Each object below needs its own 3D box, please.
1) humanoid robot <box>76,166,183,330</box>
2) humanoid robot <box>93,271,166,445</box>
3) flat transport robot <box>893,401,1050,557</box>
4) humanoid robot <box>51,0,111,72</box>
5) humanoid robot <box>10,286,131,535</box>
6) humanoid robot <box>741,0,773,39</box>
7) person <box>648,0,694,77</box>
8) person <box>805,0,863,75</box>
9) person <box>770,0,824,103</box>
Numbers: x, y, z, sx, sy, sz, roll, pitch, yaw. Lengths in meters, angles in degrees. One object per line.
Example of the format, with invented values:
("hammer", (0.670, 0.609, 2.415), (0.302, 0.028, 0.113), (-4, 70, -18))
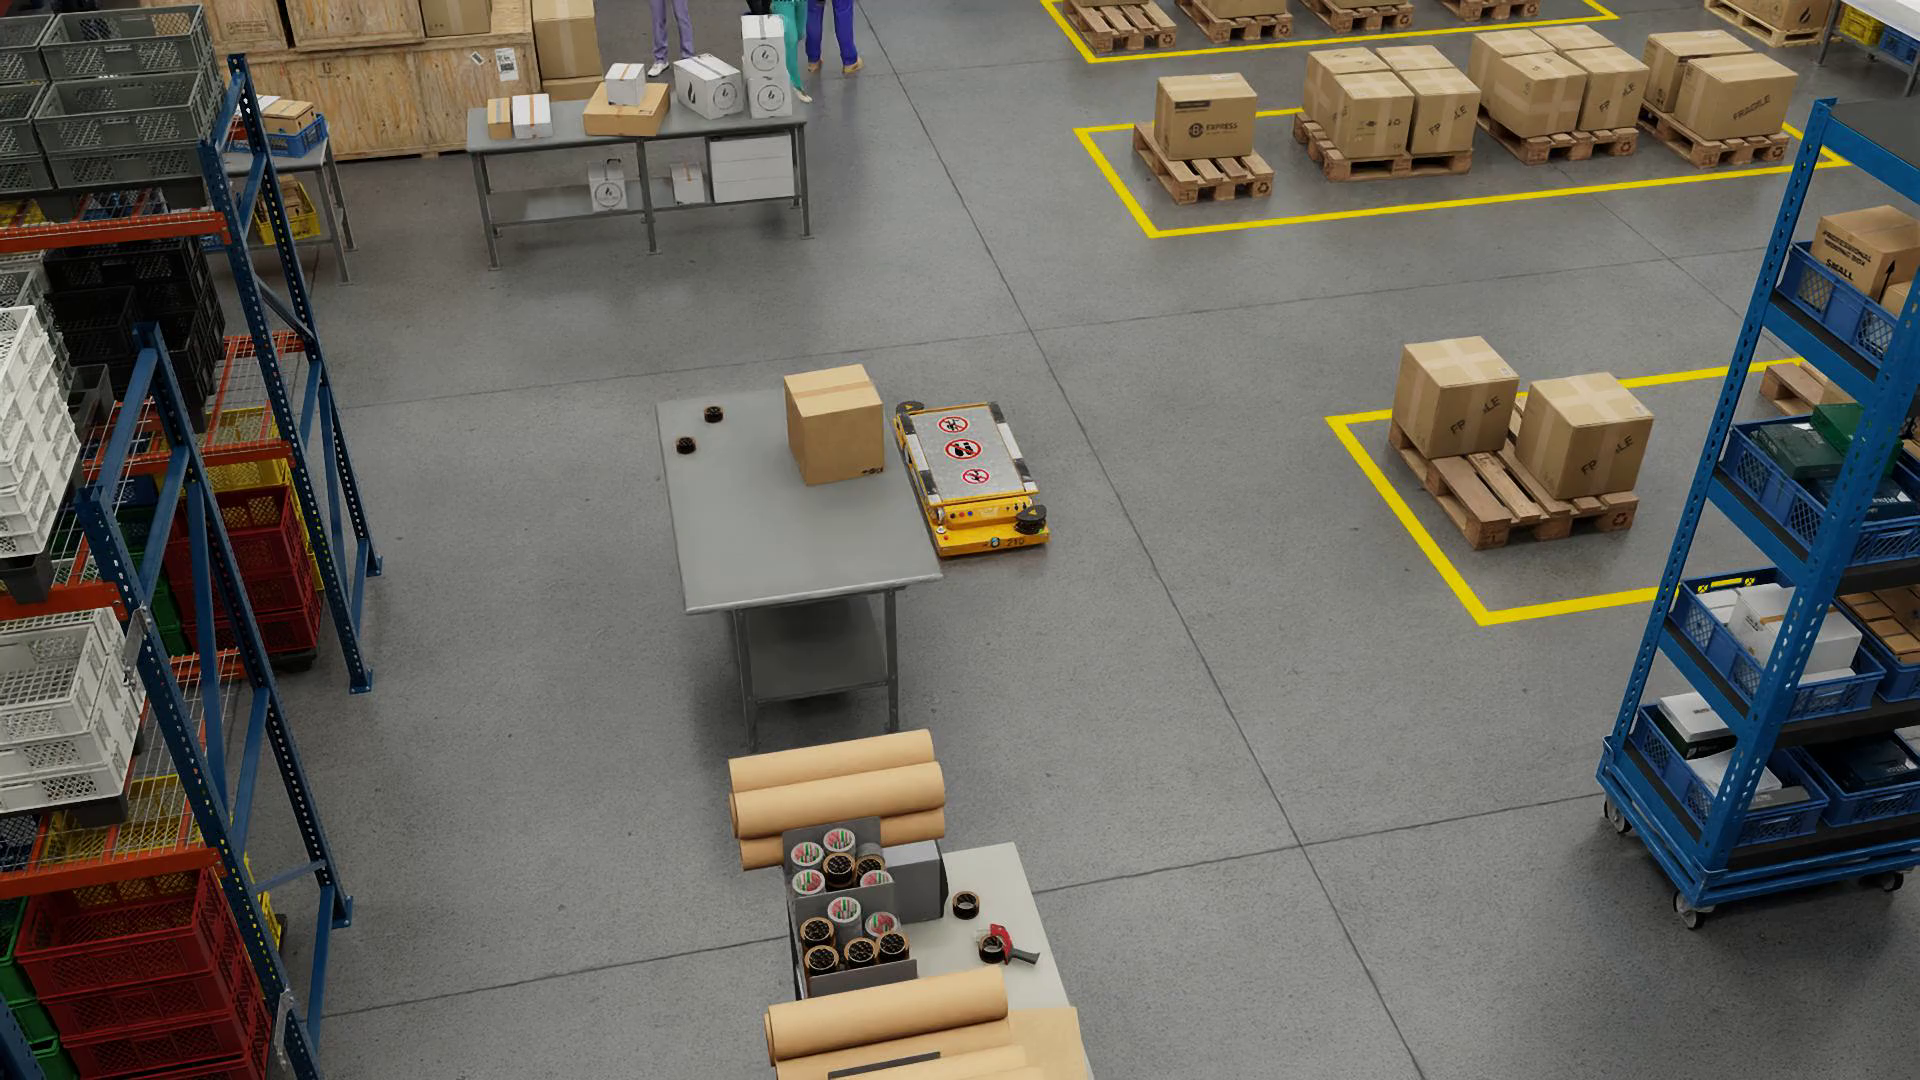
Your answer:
("humanoid robot", (-5.472, -1.911, 10.930), (0.591, 1.657, 0.327), (-26, 44, -30))
("humanoid robot", (-4.634, -0.765, 9.403), (0.568, 1.654, 0.337), (-15, 39, -19))
("flat transport robot", (0.046, -0.430, 10.108), (0.652, 0.197, 1.431), (-8, 37, -10))
("humanoid robot", (-7.230, -4.062, 13.822), (0.314, 1.657, 0.608), (4, 37, 6))
("humanoid robot", (-5.036, -0.763, 9.397), (0.340, 1.651, 0.576), (-23, 42, -28))
("humanoid robot", (-1.675, -4.243, 14.073), (0.360, 1.647, 0.570), (-2, 37, -2))
("person", (-2.681, -5.154, 15.091), (0.591, 1.925, 0.382), (6, 37, 7))
("person", (-1.206, -5.293, 15.185), (0.681, 2.000, 0.537), (8, 37, 11))
("person", (-1.554, -4.877, 14.881), (0.749, 1.725, 0.525), (29, 46, 33))
